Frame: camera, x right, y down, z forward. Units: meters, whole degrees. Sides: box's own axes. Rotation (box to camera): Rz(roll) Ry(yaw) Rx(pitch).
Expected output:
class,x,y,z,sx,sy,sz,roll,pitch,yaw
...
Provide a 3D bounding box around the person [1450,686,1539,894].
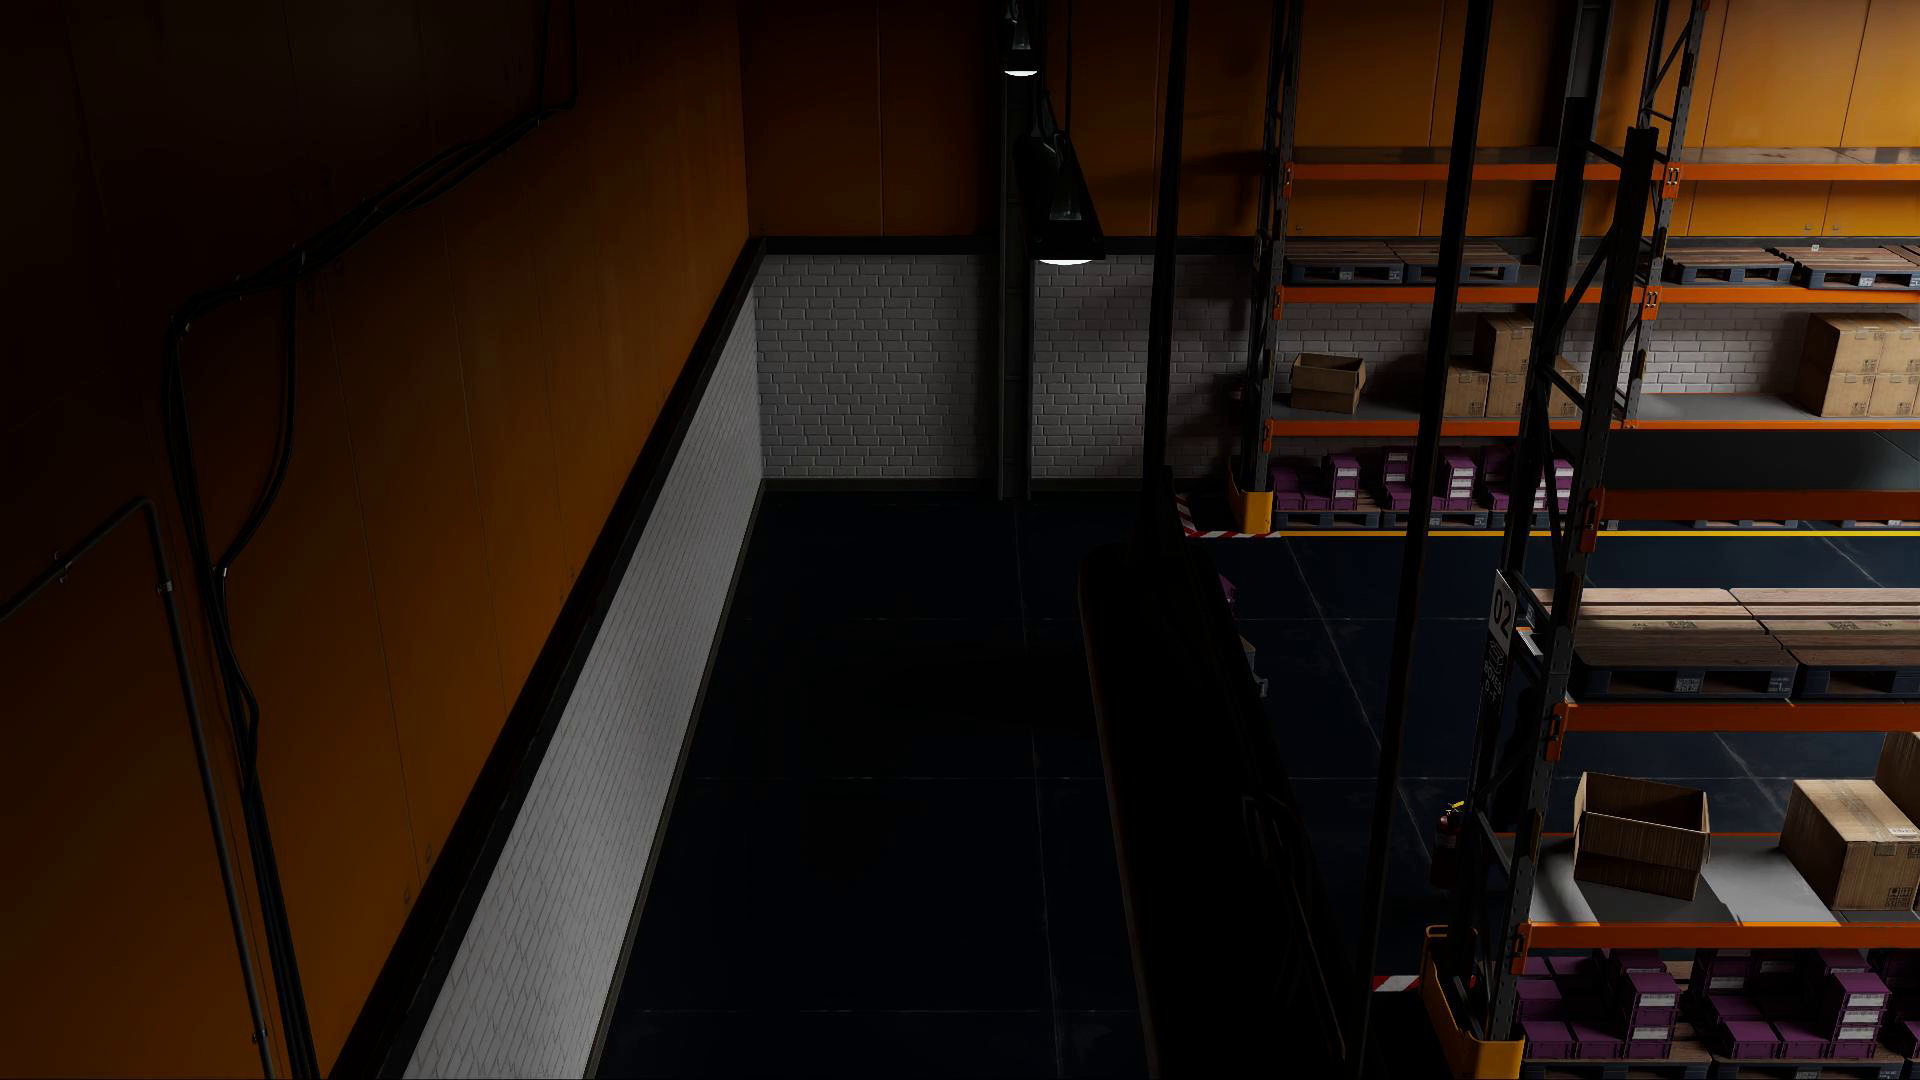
class,x,y,z,sx,sy,sz,roll,pitch,yaw
person,4.171,1.853,12.101,1.191,1.710,0.811,-7,24,-15
